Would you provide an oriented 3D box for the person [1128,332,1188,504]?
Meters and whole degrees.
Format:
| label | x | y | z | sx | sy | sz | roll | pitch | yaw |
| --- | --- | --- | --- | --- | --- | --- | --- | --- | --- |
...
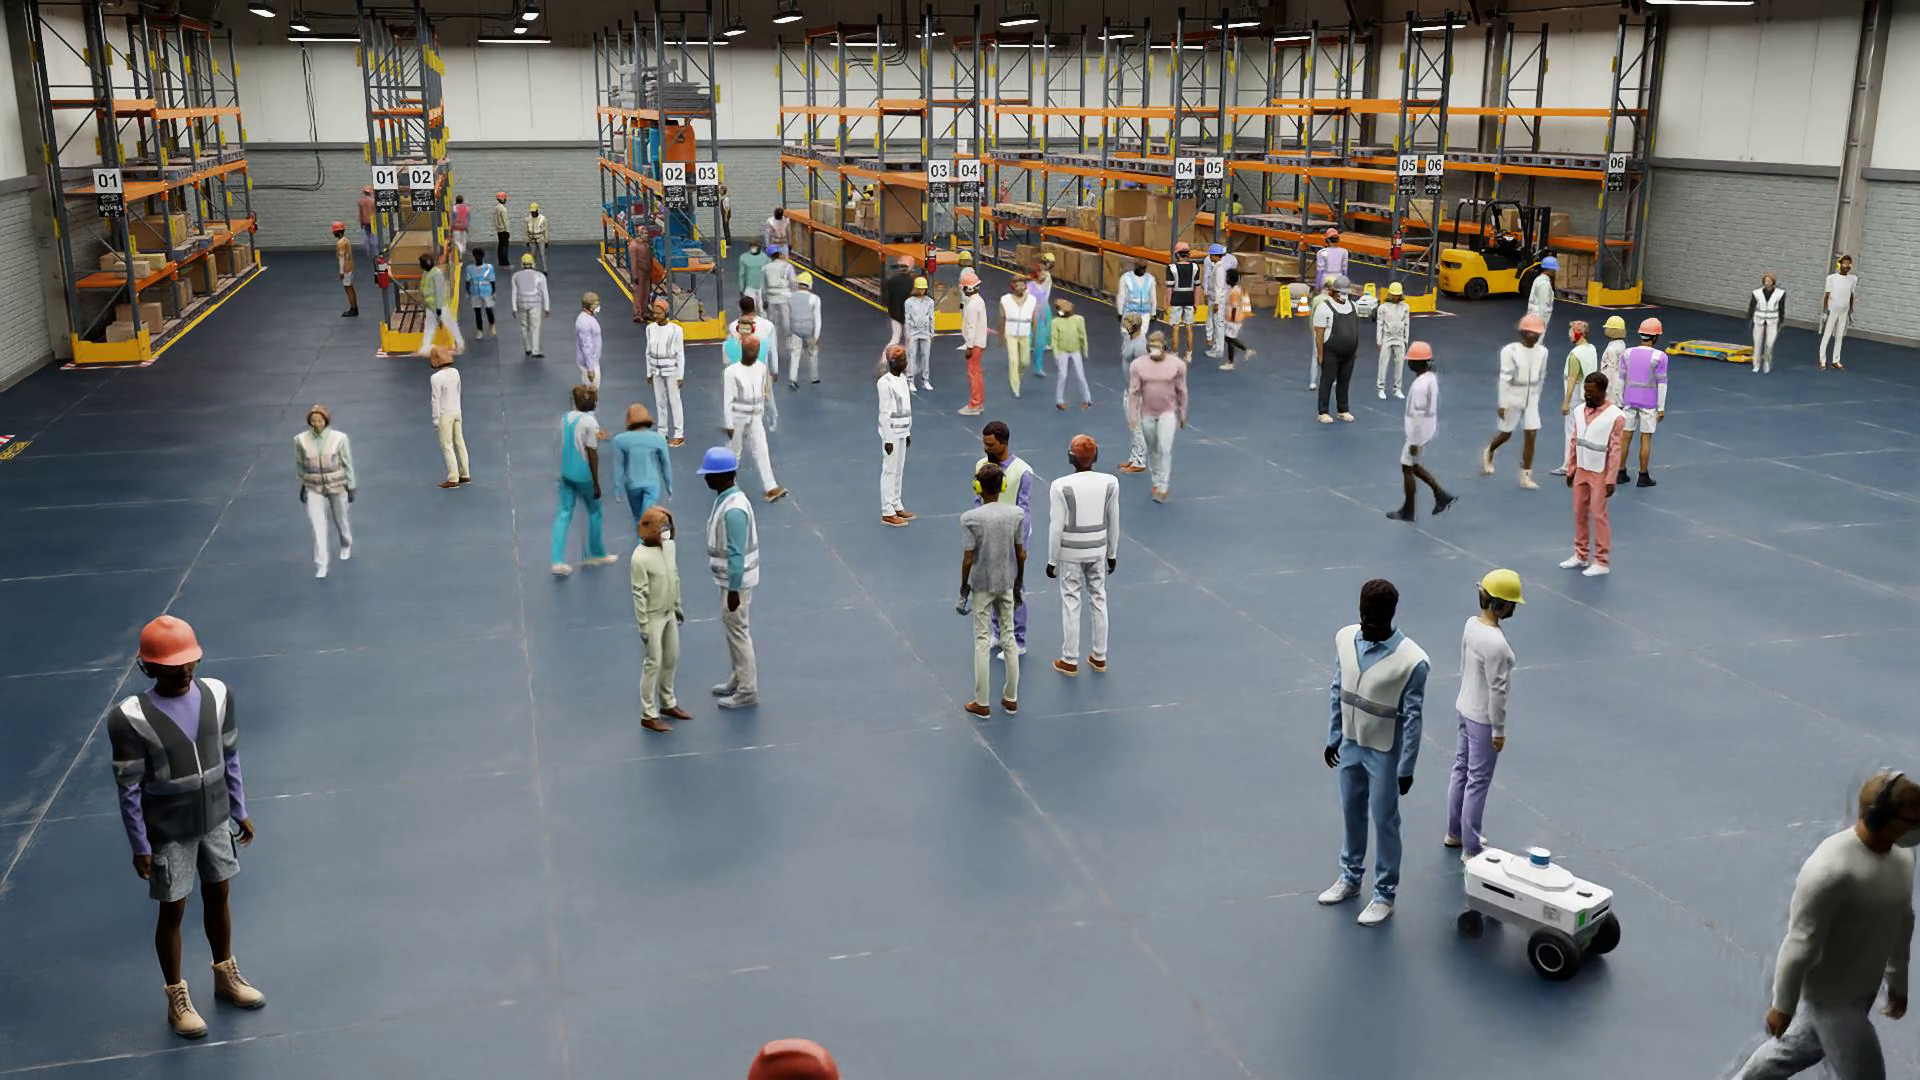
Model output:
| label | x | y | z | sx | sy | sz | roll | pitch | yaw |
| --- | --- | --- | --- | --- | --- | --- | --- | --- | --- |
| person | 2.160 | -1.345 | 18.291 | 0.631 | 1.880 | 1.014 | 4 | 15 | 14 |

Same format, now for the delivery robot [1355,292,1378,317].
| label | x | y | z | sx | sy | sz | roll | pitch | yaw |
| --- | --- | --- | --- | --- | --- | --- | --- | --- | --- |
| delivery robot | 8.175 | -4.738 | 33.434 | 0.477 | 0.478 | 0.707 | 6 | 16 | 23 |

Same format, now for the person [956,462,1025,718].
| label | x | y | z | sx | sy | sz | roll | pitch | yaw |
| --- | --- | --- | --- | --- | --- | --- | --- | --- | --- |
| person | 0.219 | 0.360 | 11.925 | 0.519 | 1.865 | 0.328 | -6 | 16 | -20 |

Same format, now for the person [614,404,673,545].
| label | x | y | z | sx | sy | sz | roll | pitch | yaw |
| --- | --- | --- | --- | --- | --- | --- | --- | --- | --- |
| person | -2.975 | -0.493 | 15.654 | 0.528 | 1.578 | 0.842 | -1 | 15 | -3 |

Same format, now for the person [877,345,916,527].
| label | x | y | z | sx | sy | sz | roll | pitch | yaw |
| --- | --- | --- | --- | --- | --- | --- | --- | --- | --- |
| person | -0.666 | -1.095 | 17.362 | 0.356 | 1.882 | 0.574 | 5 | 16 | 17 |

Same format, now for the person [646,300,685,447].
| label | x | y | z | sx | sy | sz | roll | pitch | yaw |
| --- | --- | --- | --- | --- | --- | --- | --- | --- | --- |
| person | -3.767 | -2.129 | 21.267 | 0.581 | 1.879 | 0.345 | 8 | 17 | 27 |

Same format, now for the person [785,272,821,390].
| label | x | y | z | sx | sy | sz | roll | pitch | yaw |
| --- | --- | --- | --- | --- | --- | --- | --- | --- | --- |
| person | -2.407 | -3.200 | 25.449 | 0.587 | 1.797 | 0.898 | 3 | 15 | 13 |

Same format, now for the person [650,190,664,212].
| label | x | y | z | sx | sy | sz | roll | pitch | yaw |
| --- | --- | --- | --- | --- | --- | --- | --- | --- | --- |
| person | -8.346 | -8.761 | 46.149 | 0.399 | 1.917 | 0.594 | -13 | 20 | -41 |

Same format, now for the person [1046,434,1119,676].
| label | x | y | z | sx | sy | sz | roll | pitch | yaw |
| --- | --- | --- | --- | --- | --- | --- | --- | --- | --- |
| person | 0.941 | 0.118 | 12.792 | 0.585 | 1.883 | 0.340 | -6 | 16 | -20 |

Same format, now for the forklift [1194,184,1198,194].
| label | x | y | z | sx | sy | sz | roll | pitch | yaw |
| --- | --- | --- | --- | --- | --- | --- | --- | --- | --- |
| forklift | 7.392 | -11.333 | 53.972 | 1.873 | 2.768 | 1.129 | -4 | 15 | -15 |

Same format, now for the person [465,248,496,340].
| label | x | y | z | sx | sy | sz | roll | pitch | yaw |
| --- | --- | --- | --- | --- | --- | --- | --- | --- | --- |
| person | -8.848 | -4.543 | 30.702 | 0.552 | 1.691 | 0.367 | 0 | 15 | -1 |

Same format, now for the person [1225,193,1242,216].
| label | x | y | z | sx | sy | sz | roll | pitch | yaw |
| --- | --- | --- | --- | --- | --- | --- | --- | --- | --- |
| person | 7.954 | -9.262 | 48.462 | 0.562 | 1.683 | 0.369 | -2 | 15 | -8 |

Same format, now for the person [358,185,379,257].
| label | x | y | z | sx | sy | sz | roll | pitch | yaw |
| --- | --- | --- | --- | --- | --- | --- | --- | --- | --- |
| person | -16.525 | -8.931 | 46.632 | 0.623 | 1.992 | 0.397 | 3 | 15 | 12 |

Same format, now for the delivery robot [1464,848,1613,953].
| label | x | y | z | sx | sy | sz | roll | pitch | yaw |
| --- | --- | --- | --- | --- | --- | --- | --- | --- | --- |
| delivery robot | 2.999 | 1.843 | 8.662 | 0.477 | 0.478 | 0.707 | -13 | 20 | -41 |

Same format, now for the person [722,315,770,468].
| label | x | y | z | sx | sy | sz | roll | pitch | yaw |
| --- | --- | --- | --- | --- | --- | --- | --- | --- | --- |
| person | -2.579 | -1.797 | 20.086 | 0.563 | 1.838 | 0.389 | -4 | 16 | -16 |

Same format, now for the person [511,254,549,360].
| label | x | y | z | sx | sy | sz | roll | pitch | yaw |
| --- | --- | --- | --- | --- | --- | --- | --- | --- | --- |
| person | -7.361 | -3.995 | 28.512 | 0.610 | 1.779 | 0.792 | -2 | 15 | -7 |

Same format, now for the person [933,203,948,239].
| label | x | y | z | sx | sy | sz | roll | pitch | yaw |
| --- | --- | --- | --- | --- | --- | --- | --- | --- | --- |
| person | -0.612 | -10.374 | 52.778 | 0.503 | 1.628 | 0.279 | 7 | 17 | 26 |

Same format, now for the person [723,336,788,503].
| label | x | y | z | sx | sy | sz | roll | pitch | yaw |
| --- | --- | --- | --- | --- | --- | --- | --- | --- | --- |
| person | -2.310 | -1.314 | 18.285 | 0.611 | 1.822 | 1.020 | -13 | 20 | -41 |

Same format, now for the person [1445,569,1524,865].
| label | x | y | z | sx | sy | sz | roll | pitch | yaw |
| --- | --- | --- | --- | --- | --- | --- | --- | --- | --- |
| person | 3.047 | 1.022 | 9.634 | 0.323 | 1.761 | 0.523 | -1 | 15 | -3 |

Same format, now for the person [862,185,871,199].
| label | x | y | z | sx | sy | sz | roll | pitch | yaw |
| --- | --- | --- | --- | --- | --- | --- | --- | --- | --- |
| person | -2.721 | -9.536 | 49.174 | 0.519 | 1.866 | 0.340 | 13 | 20 | 40 |

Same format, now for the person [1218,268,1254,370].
| label | x | y | z | sx | sy | sz | roll | pitch | yaw |
| --- | --- | --- | --- | --- | --- | --- | --- | --- | --- |
| person | 4.531 | -3.598 | 27.154 | 0.498 | 1.674 | 0.537 | 1 | 15 | 3 |

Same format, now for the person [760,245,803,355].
| label | x | y | z | sx | sy | sz | roll | pitch | yaw |
| --- | --- | --- | --- | --- | --- | --- | --- | --- | --- |
| person | -3.093 | -4.136 | 28.801 | 0.764 | 1.901 | 0.375 | 6 | 16 | 23 |

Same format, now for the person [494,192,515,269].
| label | x | y | z | sx | sy | sz | roll | pitch | yaw |
| --- | --- | --- | --- | --- | --- | --- | --- | --- | --- |
| person | -11.918 | -8.079 | 43.425 | 0.385 | 1.993 | 0.623 | -11 | 19 | -37 |

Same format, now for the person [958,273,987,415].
| label | x | y | z | sx | sy | sz | roll | pitch | yaw |
| --- | --- | --- | --- | --- | --- | --- | --- | --- | --- |
| person | 0.176 | -2.767 | 23.476 | 0.411 | 1.979 | 0.628 | 2 | 15 | 8 |

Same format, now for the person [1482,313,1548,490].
| label | x | y | z | sx | sy | sz | roll | pitch | yaw |
| --- | --- | --- | --- | --- | --- | --- | --- | --- | --- |
| person | 6.399 | -1.625 | 19.114 | 0.620 | 2.014 | 0.879 | -3 | 15 | -11 |

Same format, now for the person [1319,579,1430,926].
| label | x | y | z | sx | sy | sz | roll | pitch | yaw |
| --- | --- | --- | --- | --- | --- | --- | --- | --- | --- |
| person | 2.237 | 1.119 | 8.983 | 0.397 | 1.911 | 0.587 | -11 | 18 | -35 |

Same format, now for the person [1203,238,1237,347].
| label | x | y | z | sx | sy | sz | roll | pitch | yaw |
| --- | --- | --- | --- | --- | --- | --- | --- | --- | --- |
| person | 4.667 | -4.447 | 29.866 | 0.632 | 1.940 | 0.372 | -3 | 15 | -11 |

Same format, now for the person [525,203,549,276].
| label | x | y | z | sx | sy | sz | roll | pitch | yaw |
| --- | --- | --- | --- | --- | --- | --- | --- | --- | --- |
| person | -10.593 | -7.512 | 41.628 | 0.598 | 1.824 | 0.403 | 3 | 15 | 10 |

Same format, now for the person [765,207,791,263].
| label | x | y | z | sx | sy | sz | roll | pitch | yaw |
| --- | --- | --- | --- | --- | --- | --- | --- | --- | --- |
| person | -4.374 | -7.141 | 40.261 | 0.677 | 1.802 | 0.806 | -7 | 16 | -25 |

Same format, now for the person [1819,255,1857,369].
| label | x | y | z | sx | sy | sz | roll | pitch | yaw |
| --- | --- | --- | --- | --- | --- | --- | --- | --- | --- |
| person | 14.431 | -3.736 | 27.316 | 0.514 | 1.876 | 0.328 | 0 | 15 | 0 |

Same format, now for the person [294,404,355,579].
| label | x | y | z | sx | sy | sz | roll | pitch | yaw |
| --- | --- | --- | --- | --- | --- | --- | --- | --- | --- |
| person | -5.971 | -0.509 | 15.702 | 0.523 | 1.600 | 0.829 | -3 | 15 | -12 |

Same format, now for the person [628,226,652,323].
| label | x | y | z | sx | sy | sz | roll | pitch | yaw |
| --- | --- | --- | --- | --- | --- | --- | --- | --- | --- |
| person | -6.319 | -5.285 | 33.112 | 0.401 | 1.900 | 0.647 | 5 | 16 | 18 |

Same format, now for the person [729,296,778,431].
| label | x | y | z | sx | sy | sz | roll | pitch | yaw |
| --- | --- | --- | --- | --- | --- | --- | --- | --- | --- |
| person | -2.701 | -2.271 | 21.857 | 0.612 | 1.850 | 0.958 | -2 | 15 | -7 |

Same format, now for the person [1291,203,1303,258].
| label | x | y | z | sx | sy | sz | roll | pitch | yaw |
| --- | --- | --- | --- | --- | --- | --- | --- | --- | --- |
| person | 8.803 | -7.857 | 43.052 | 0.349 | 1.761 | 0.528 | -10 | 18 | -32 |

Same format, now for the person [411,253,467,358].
| label | x | y | z | sx | sy | sz | roll | pitch | yaw |
| --- | --- | --- | --- | --- | --- | --- | --- | --- | --- |
| person | -8.990 | -4.033 | 28.631 | 0.984 | 1.785 | 0.719 | -12 | 19 | -38 |

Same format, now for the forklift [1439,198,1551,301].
| label | x | y | z | sx | sy | sz | roll | pitch | yaw |
| --- | --- | --- | --- | --- | --- | --- | --- | --- | --- |
| forklift | 11.913 | -6.508 | 37.130 | 2.313 | 2.155 | 1.214 | -4 | 15 | -15 |

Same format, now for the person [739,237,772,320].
| label | x | y | z | sx | sy | sz | roll | pitch | yaw |
| --- | --- | --- | --- | --- | --- | --- | --- | --- | --- |
| person | -3.691 | -4.547 | 30.267 | 0.658 | 1.922 | 0.453 | -1 | 15 | -3 |
